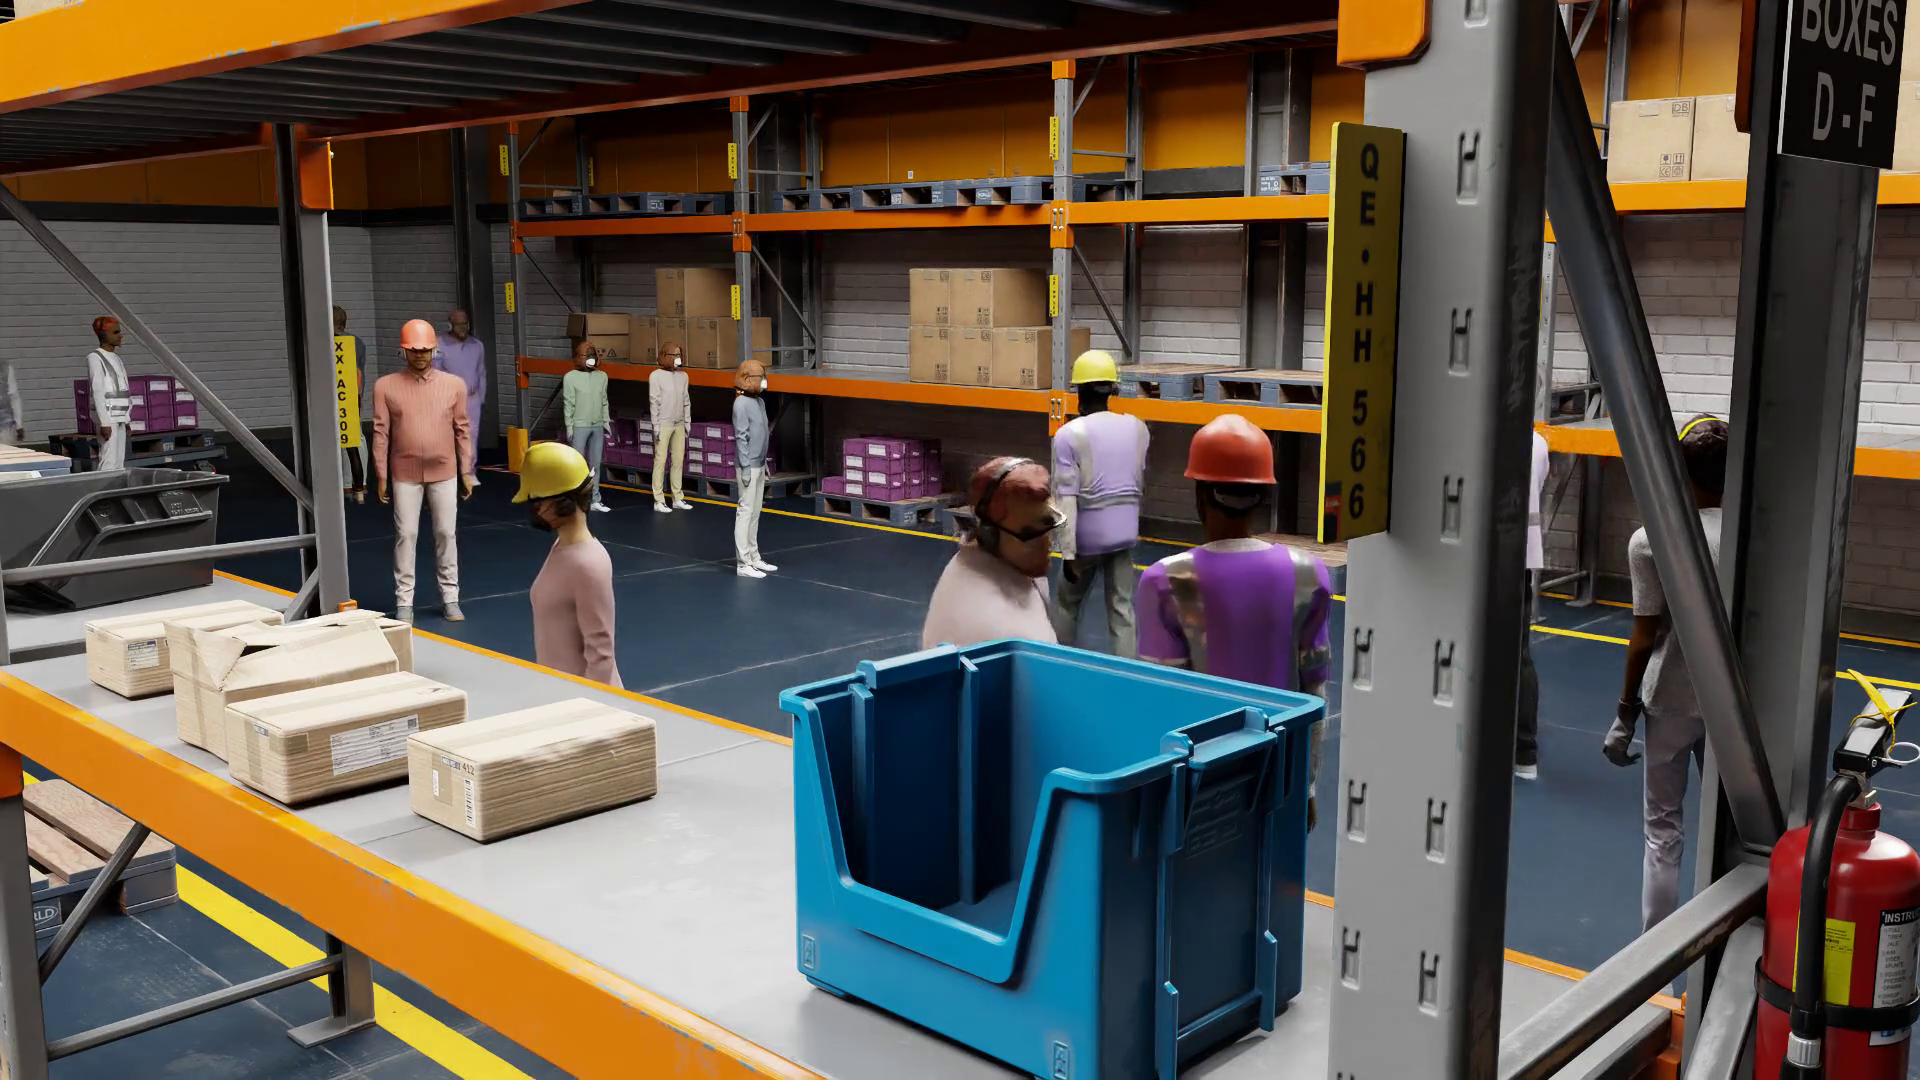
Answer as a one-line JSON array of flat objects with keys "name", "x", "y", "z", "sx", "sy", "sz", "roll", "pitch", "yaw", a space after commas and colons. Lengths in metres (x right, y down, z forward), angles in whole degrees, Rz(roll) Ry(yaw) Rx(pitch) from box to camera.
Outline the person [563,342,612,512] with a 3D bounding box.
[{"name": "person", "x": -3.520, "y": -1.058, "z": 15.742, "sx": 0.268, "sy": 1.632, "sz": 0.507, "roll": 8, "pitch": 12, "yaw": 41}]

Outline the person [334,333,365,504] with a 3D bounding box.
[{"name": "person", "x": -6.074, "y": -1.172, "z": 16.240, "sx": 0.319, "sy": 1.698, "sz": 0.538, "roll": 7, "pitch": 12, "yaw": 37}]

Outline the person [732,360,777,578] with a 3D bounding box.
[{"name": "person", "x": -1.562, "y": -0.541, "z": 12.574, "sx": 0.282, "sy": 1.633, "sz": 0.500, "roll": 2, "pitch": 9, "yaw": 11}]

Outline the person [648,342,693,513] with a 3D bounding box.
[{"name": "person", "x": -2.766, "y": -1.078, "z": 15.901, "sx": 0.277, "sy": 1.627, "sz": 0.496, "roll": 7, "pitch": 12, "yaw": 37}]

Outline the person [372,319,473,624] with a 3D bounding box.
[{"name": "person", "x": -3.493, "y": -0.437, "z": 10.841, "sx": 0.622, "sy": 1.990, "sz": 0.402, "roll": -4, "pitch": 10, "yaw": -23}]

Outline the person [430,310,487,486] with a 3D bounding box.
[{"name": "person", "x": -5.407, "y": -1.525, "z": 17.836, "sx": 0.658, "sy": 1.887, "sz": 0.661, "roll": -8, "pitch": 12, "yaw": -41}]

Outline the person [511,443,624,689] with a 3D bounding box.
[{"name": "person", "x": -1.278, "y": 0.554, "z": 5.480, "sx": 0.327, "sy": 1.760, "sz": 0.523, "roll": -4, "pitch": 10, "yaw": -25}]

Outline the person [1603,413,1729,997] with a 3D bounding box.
[{"name": "person", "x": 2.285, "y": 0.542, "z": 5.206, "sx": 0.519, "sy": 1.874, "sz": 0.327, "roll": -1, "pitch": 9, "yaw": -5}]

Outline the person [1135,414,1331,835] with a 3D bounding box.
[{"name": "person", "x": 0.709, "y": 0.635, "z": 4.468, "sx": 0.559, "sy": 1.933, "sz": 0.388, "roll": -2, "pitch": 10, "yaw": -14}]

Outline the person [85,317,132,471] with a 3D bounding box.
[{"name": "person", "x": -7.732, "y": -1.090, "z": 15.182, "sx": 0.355, "sy": 1.883, "sz": 0.573, "roll": -2, "pitch": 9, "yaw": -10}]

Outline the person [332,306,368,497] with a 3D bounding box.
[{"name": "person", "x": -6.291, "y": -1.403, "z": 16.925, "sx": 0.371, "sy": 1.941, "sz": 0.627, "roll": 3, "pitch": 10, "yaw": 18}]

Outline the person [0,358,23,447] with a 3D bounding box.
[{"name": "person", "x": -8.960, "y": -1.072, "z": 15.275, "sx": 0.598, "sy": 1.816, "sz": 0.628, "roll": -8, "pitch": 12, "yaw": -39}]

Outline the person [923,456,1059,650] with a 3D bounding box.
[{"name": "person", "x": 0.058, "y": 0.696, "z": 4.302, "sx": 0.473, "sy": 1.865, "sz": 0.753, "roll": 0, "pitch": 9, "yaw": 1}]

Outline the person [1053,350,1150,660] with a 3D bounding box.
[{"name": "person", "x": 0.664, "y": -0.027, "z": 8.615, "sx": 0.594, "sy": 1.893, "sz": 0.839, "roll": -4, "pitch": 10, "yaw": -25}]

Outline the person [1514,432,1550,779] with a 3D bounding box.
[{"name": "person", "x": 2.374, "y": 0.121, "z": 7.730, "sx": 0.610, "sy": 1.889, "sz": 0.862, "roll": -6, "pitch": 11, "yaw": -32}]
